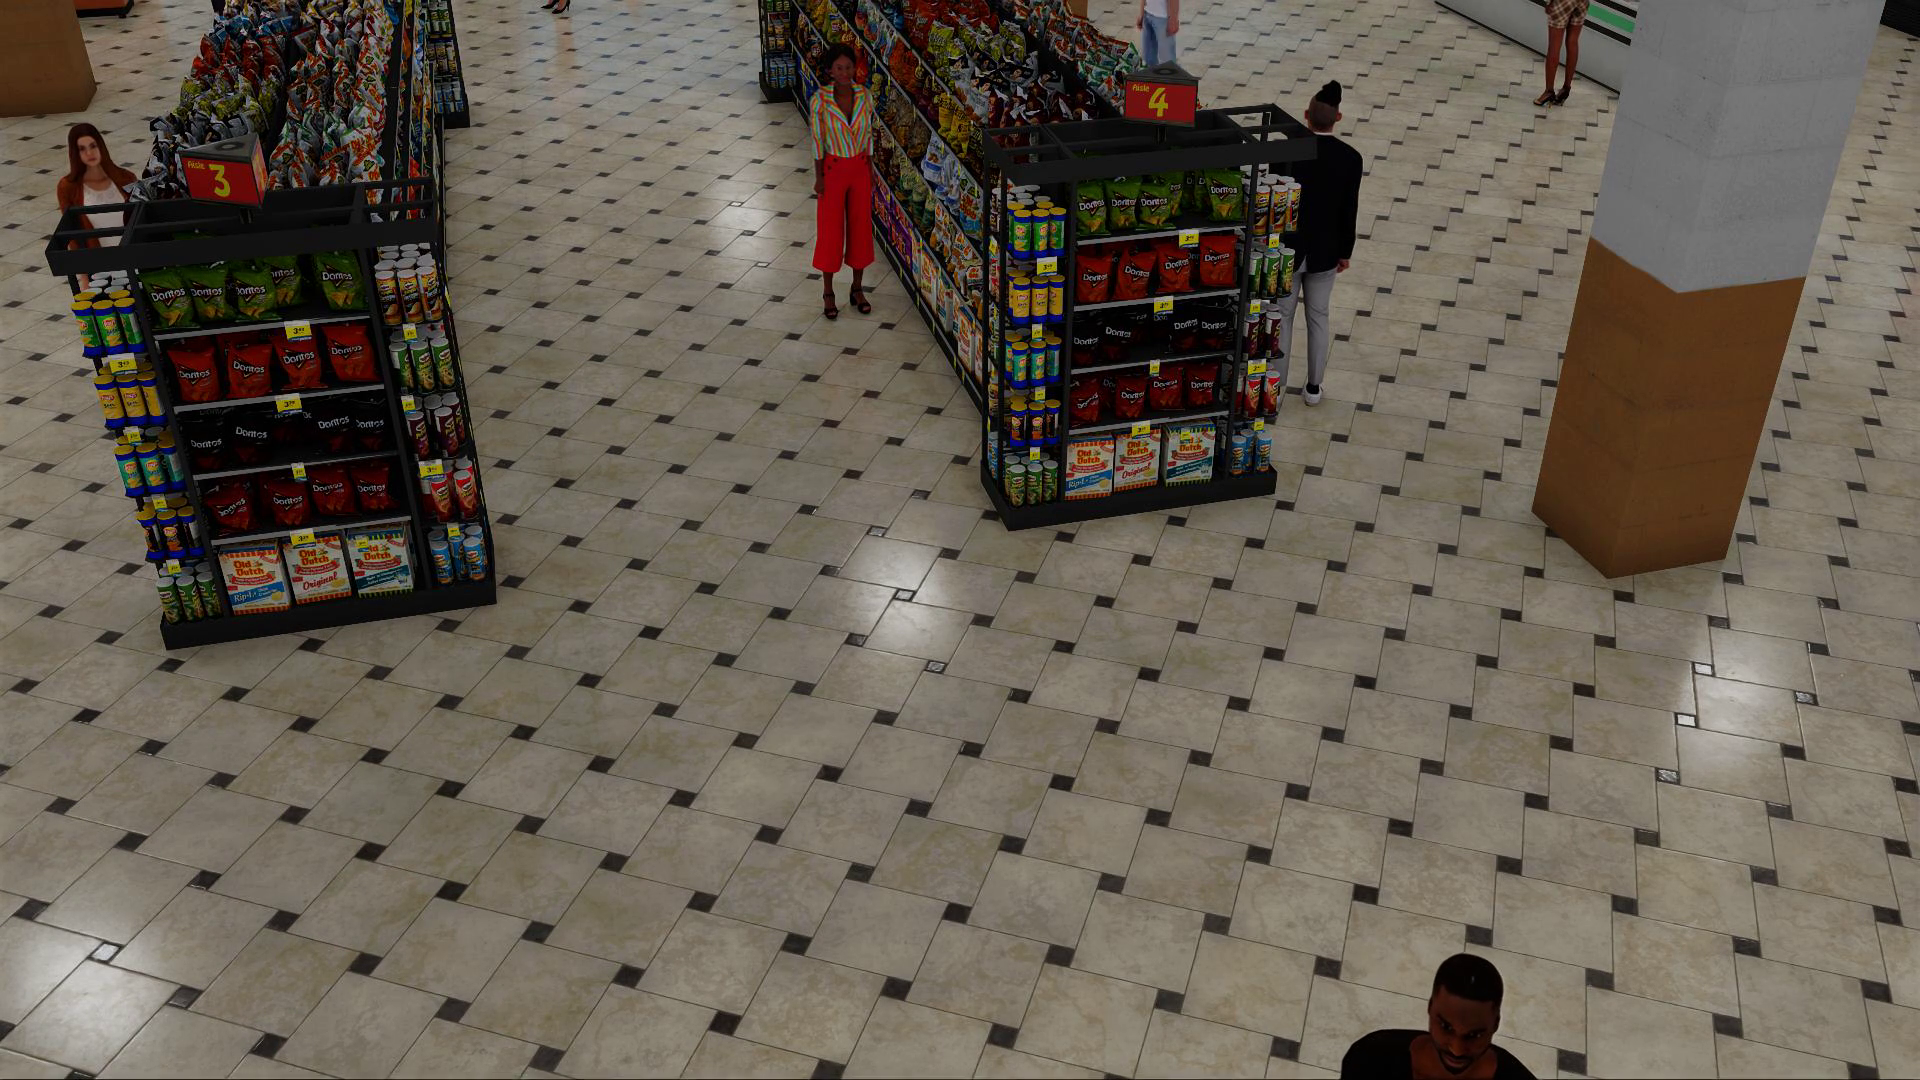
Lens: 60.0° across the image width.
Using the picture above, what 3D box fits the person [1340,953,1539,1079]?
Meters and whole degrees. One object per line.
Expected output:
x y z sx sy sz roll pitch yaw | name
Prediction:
1.142 1.729 4.198 0.715 1.806 0.707 8 33 12 | person

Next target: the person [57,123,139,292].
-4.843 -1.565 9.570 0.699 1.722 0.692 -21 38 -30 | person

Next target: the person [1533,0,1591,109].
5.316 -4.678 14.505 0.573 1.794 0.532 -8 33 -13 | person

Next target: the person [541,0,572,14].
-4.314 -6.429 17.299 0.865 1.815 0.780 -20 37 -29 | person

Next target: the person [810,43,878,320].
-0.736 -2.289 10.667 0.625 1.792 0.571 -13 34 -19 | person

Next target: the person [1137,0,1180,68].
1.745 -4.407 14.046 0.905 1.818 0.469 -15 35 -23 | person

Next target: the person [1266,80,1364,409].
1.987 -1.646 9.571 0.767 1.858 0.679 0 32 -1 | person
